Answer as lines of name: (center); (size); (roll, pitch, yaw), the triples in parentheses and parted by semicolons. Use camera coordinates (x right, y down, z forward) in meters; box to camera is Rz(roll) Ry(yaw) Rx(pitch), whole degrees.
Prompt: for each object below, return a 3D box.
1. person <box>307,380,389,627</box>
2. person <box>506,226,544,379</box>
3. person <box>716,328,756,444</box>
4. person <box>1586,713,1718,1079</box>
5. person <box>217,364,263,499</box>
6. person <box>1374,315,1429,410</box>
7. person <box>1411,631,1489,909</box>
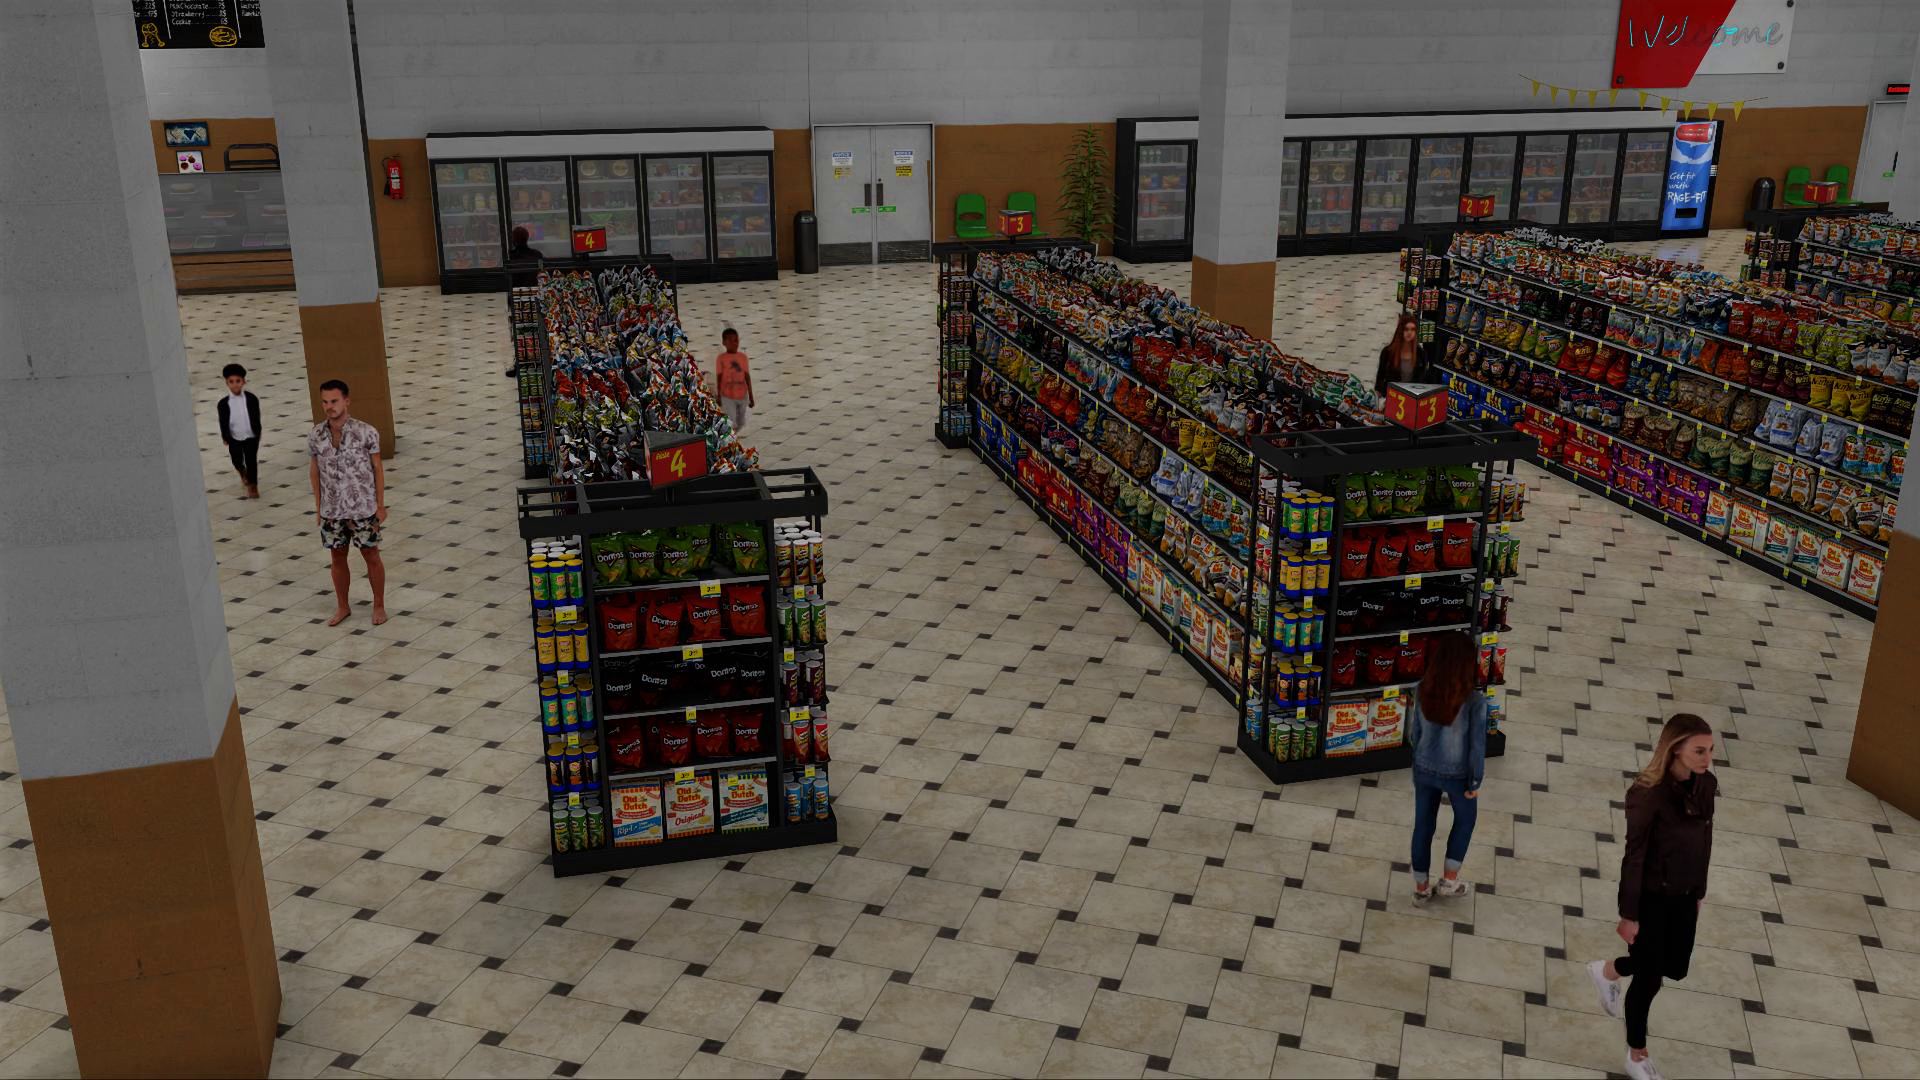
person: (-4.427, -0.279, 12.059); (0.711, 1.814, 0.639); (-1, 19, -2)
person: (-4.970, -2.720, 19.322); (1.223, 1.799, 1.125); (12, 22, 32)
person: (-2.235, -1.433, 16.300); (0.553, 1.292, 0.920); (-7, 20, -21)
person: (2.902, 1.481, 7.035); (0.676, 1.690, 0.887); (-7, 20, -20)
person: (-6.549, -1.004, 15.153); (0.584, 1.212, 0.823); (-9, 21, -24)
person: (3.928, -1.196, 14.968); (0.708, 1.694, 0.698); (1, 19, 3)
person: (2.371, 1.175, 8.293); (0.648, 1.465, 0.726); (14, 23, 36)
